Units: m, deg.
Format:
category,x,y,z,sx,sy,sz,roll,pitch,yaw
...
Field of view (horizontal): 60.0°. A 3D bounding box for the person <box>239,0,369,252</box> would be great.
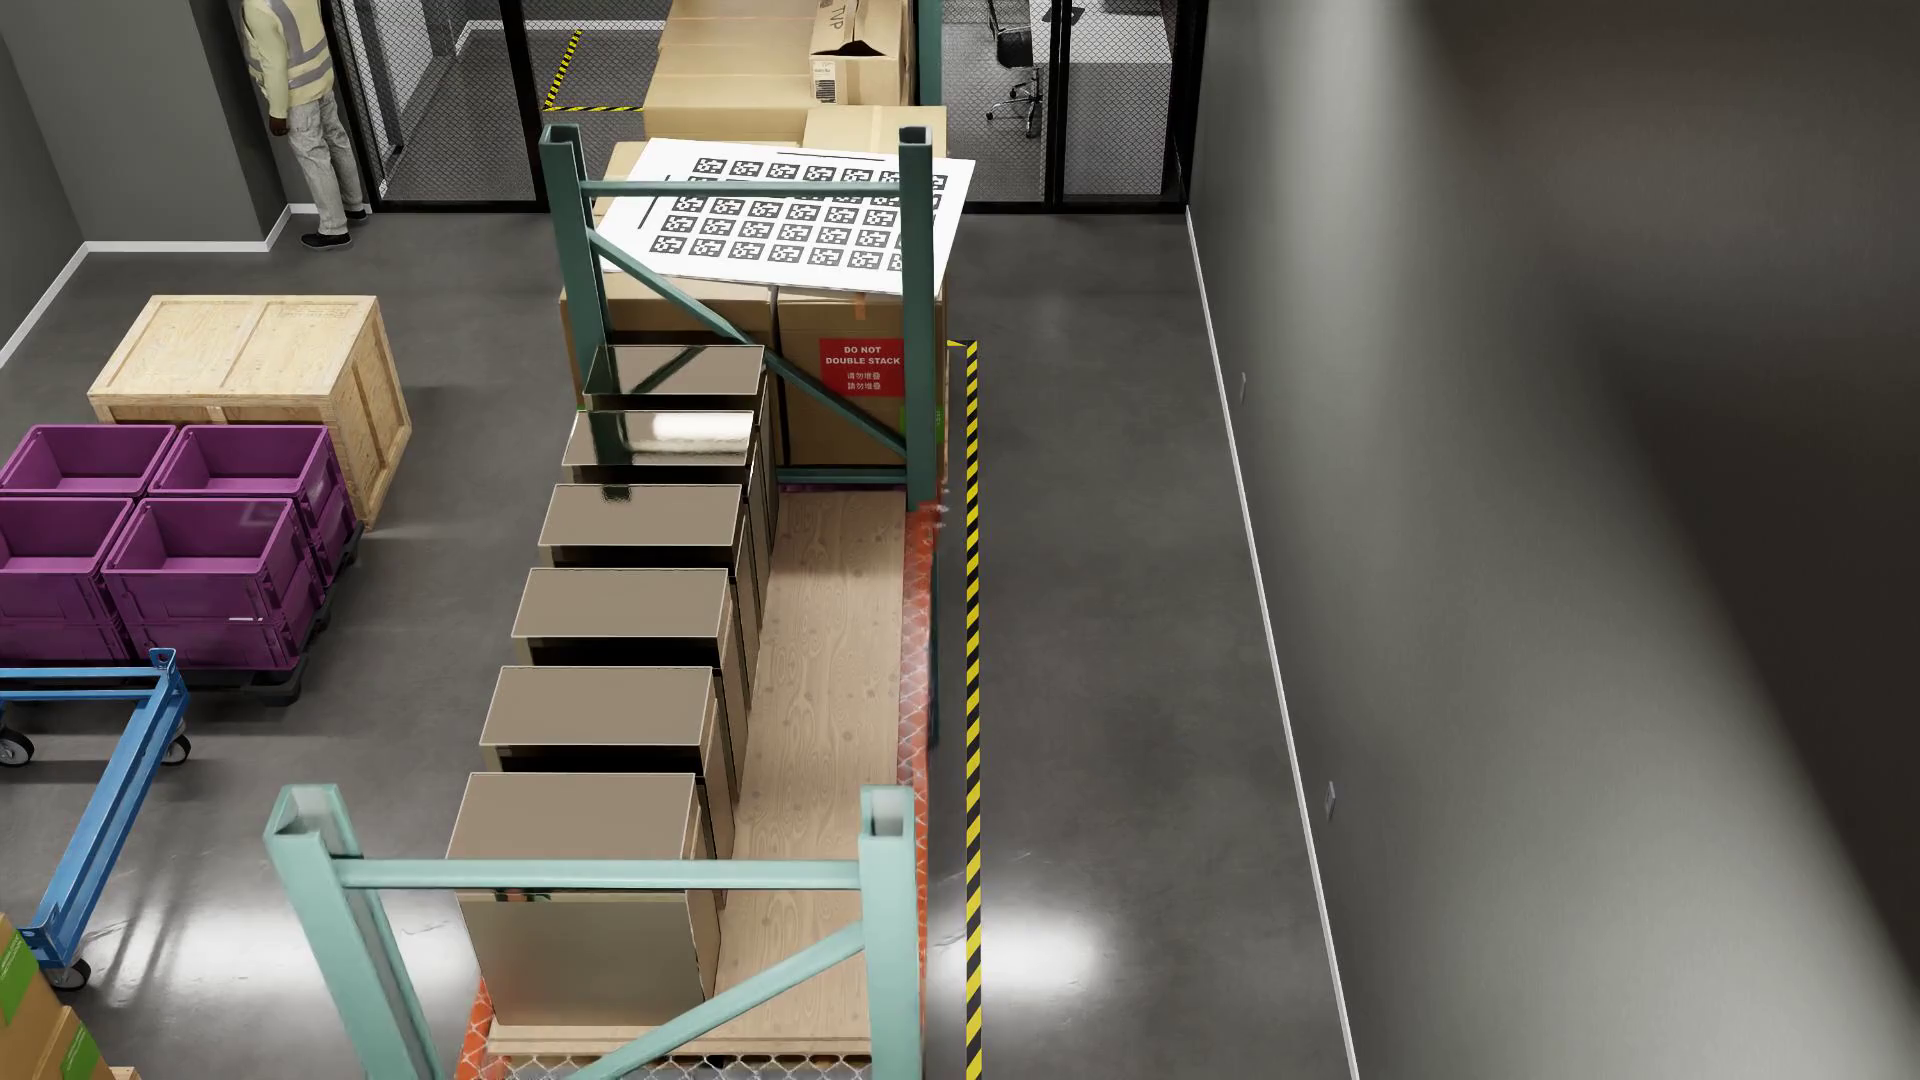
category,x,y,z,sx,sy,sz,roll,pitch,yaw
person,-3.477,-2.387,8.693,0.403,1.834,0.589,5,41,6
